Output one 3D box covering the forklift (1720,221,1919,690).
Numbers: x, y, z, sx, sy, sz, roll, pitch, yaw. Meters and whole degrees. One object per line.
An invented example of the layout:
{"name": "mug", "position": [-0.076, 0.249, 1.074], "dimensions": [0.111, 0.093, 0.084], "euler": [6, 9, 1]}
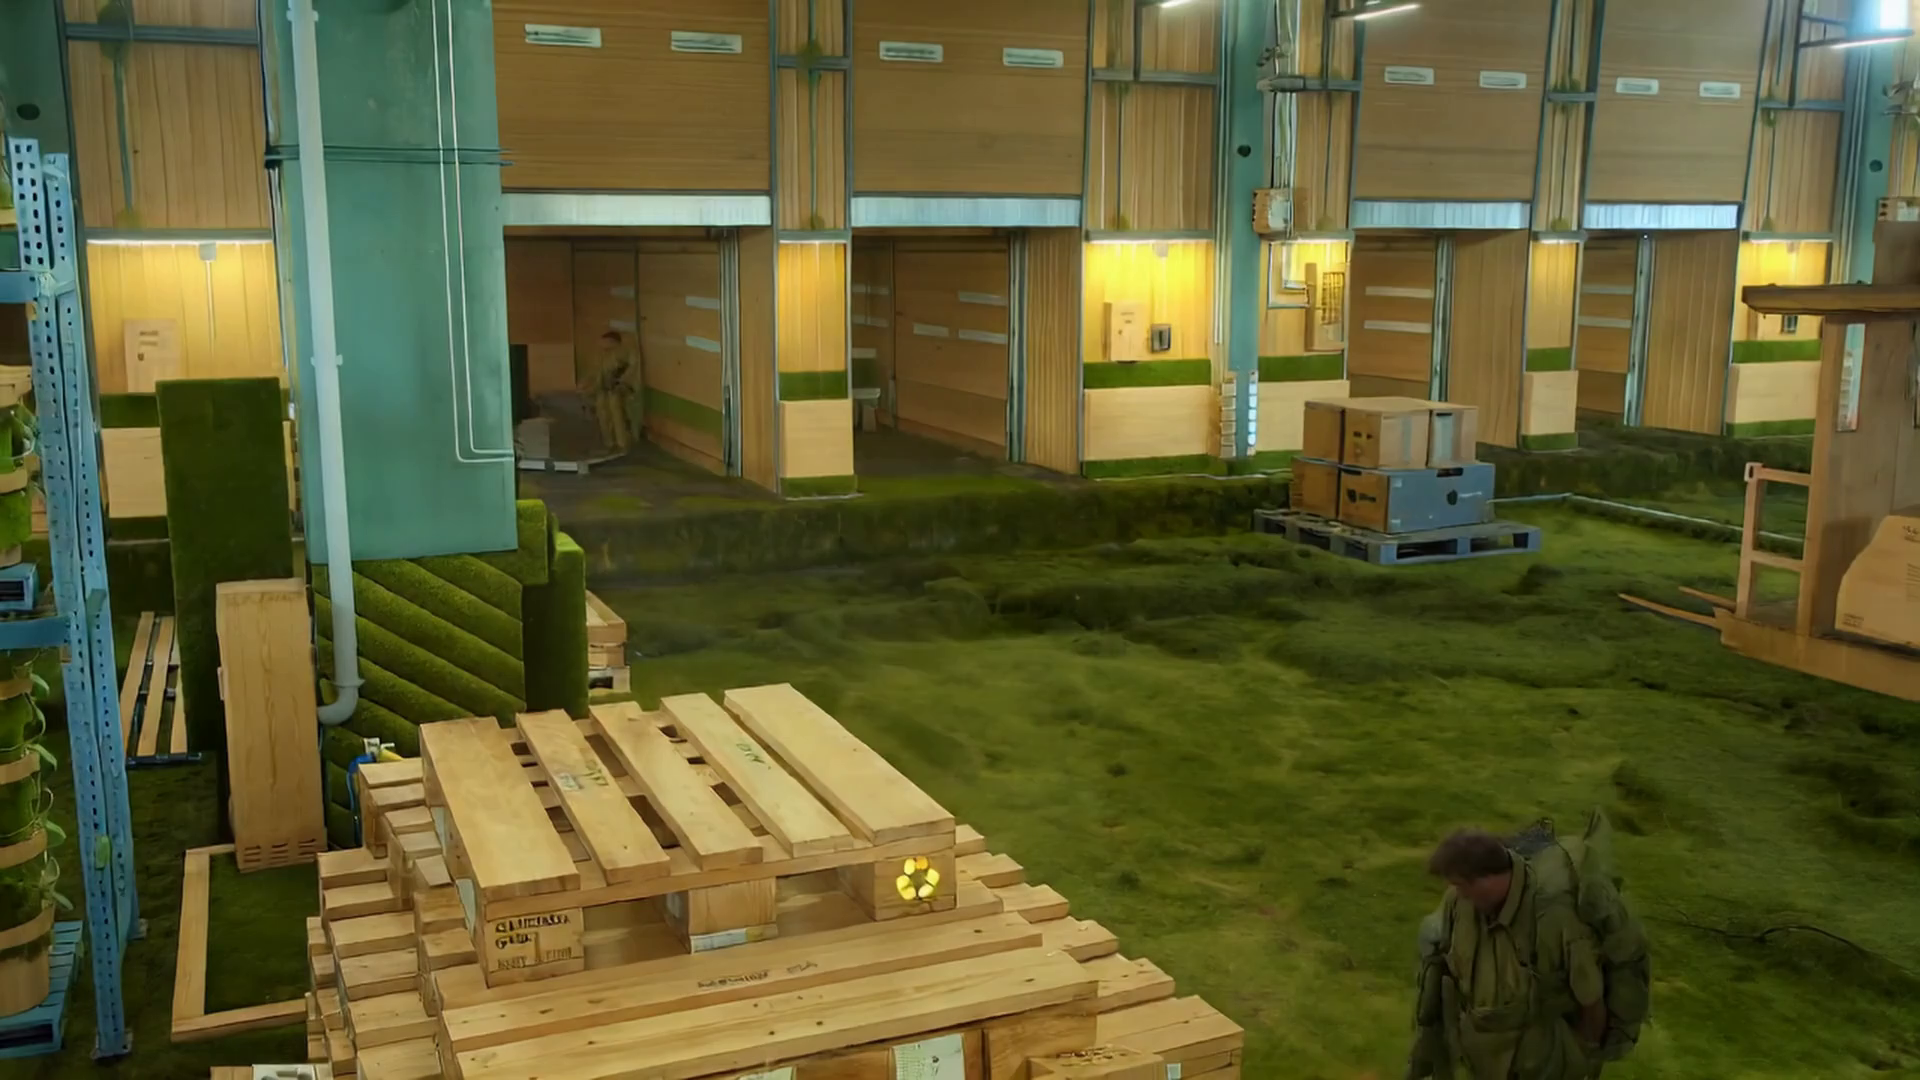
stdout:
{"name": "forklift", "position": [5.949, -0.550, 10.218], "dimensions": [1.129, 2.768, 1.873], "euler": [-4, 11, -23]}
